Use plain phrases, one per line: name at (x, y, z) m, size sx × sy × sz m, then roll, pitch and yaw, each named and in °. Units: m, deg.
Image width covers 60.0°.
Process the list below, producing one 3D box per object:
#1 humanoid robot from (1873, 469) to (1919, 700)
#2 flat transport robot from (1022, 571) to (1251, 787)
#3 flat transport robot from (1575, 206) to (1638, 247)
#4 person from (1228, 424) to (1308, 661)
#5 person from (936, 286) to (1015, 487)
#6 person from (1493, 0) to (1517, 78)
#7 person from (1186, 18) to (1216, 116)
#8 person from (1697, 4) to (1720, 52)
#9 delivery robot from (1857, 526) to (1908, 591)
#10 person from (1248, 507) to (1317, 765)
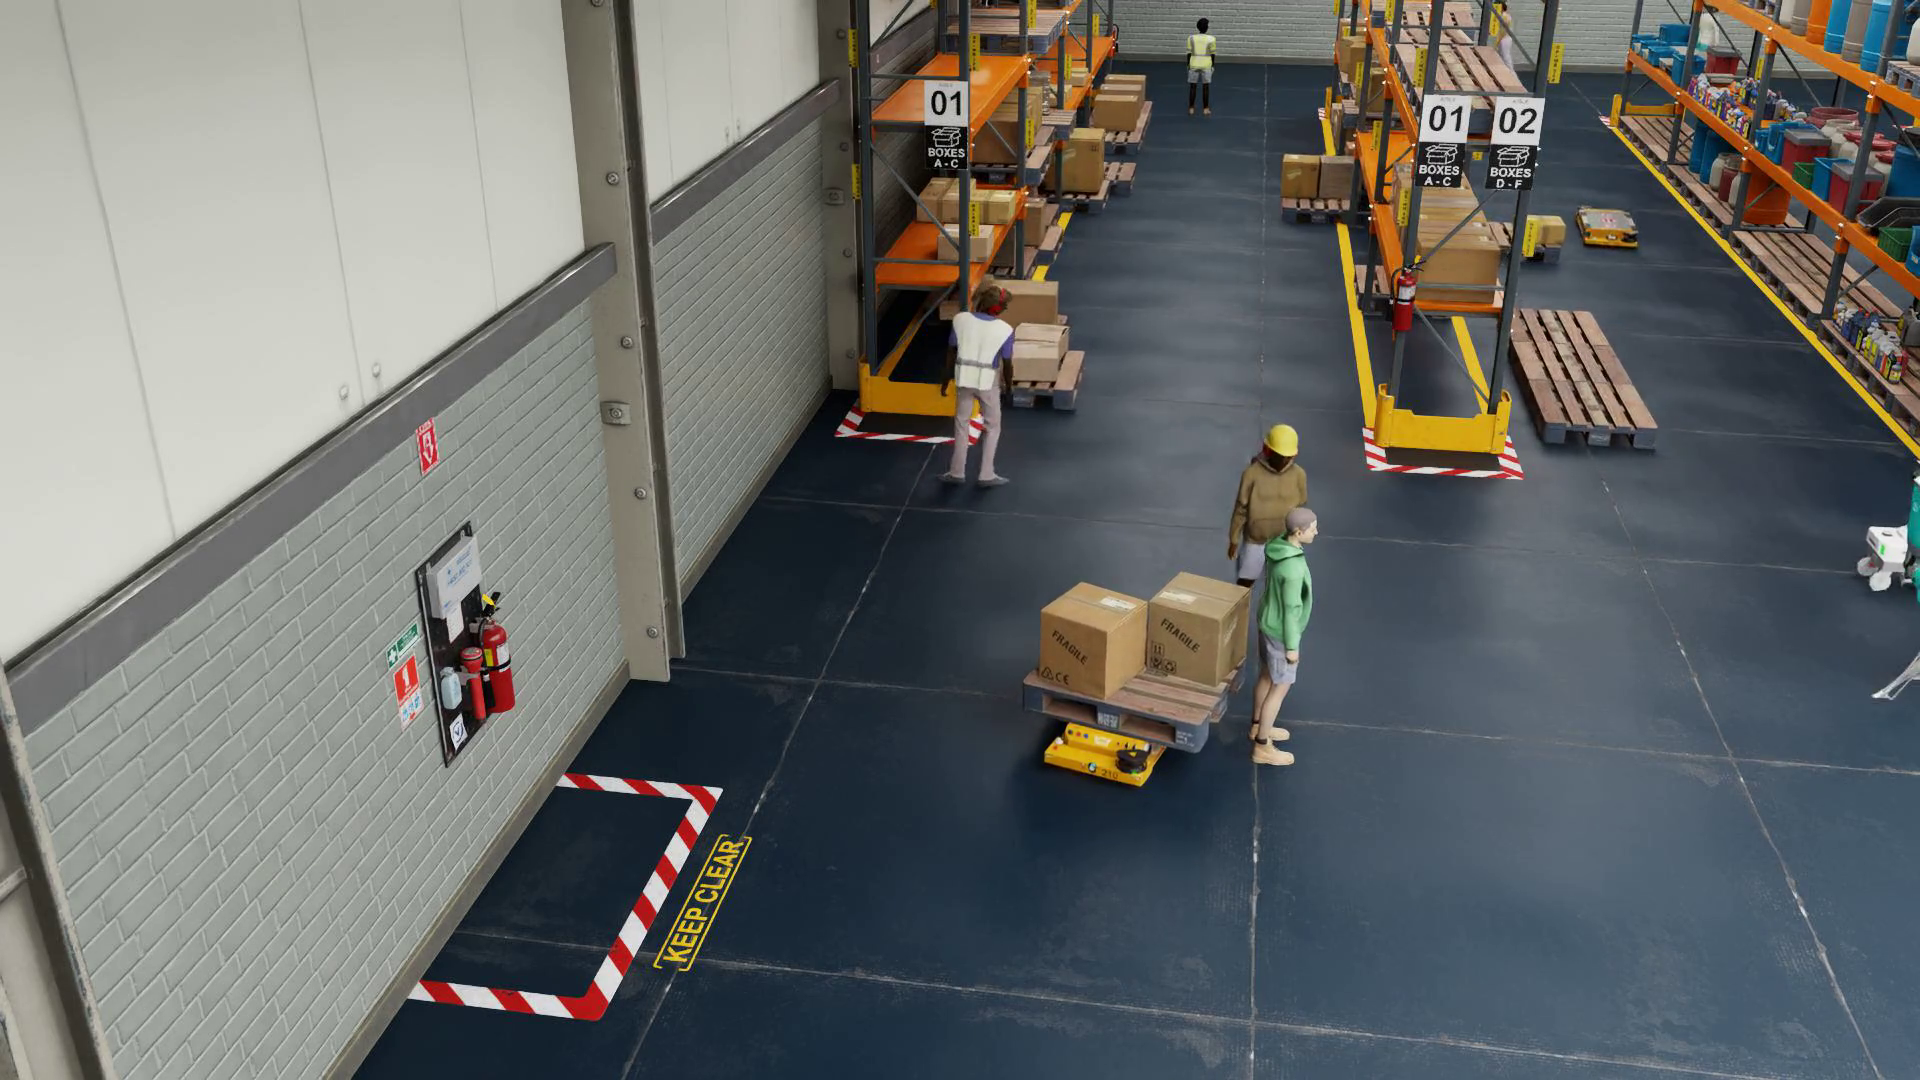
humanoid robot at (6.585, 0.285, 11.051) m, size 0.806 × 1.800 × 0.547 m, roll 4°, pitch 25°, yaw 8°
flat transport robot at (1.133, 1.127, 10.946) m, size 0.659 × 0.231 × 1.431 m, roll 12°, pitch 27°, yaw 23°
flat transport robot at (8.691, -4.208, 22.365) m, size 0.659 × 0.231 × 1.431 m, roll 6°, pitch 26°, yaw 13°
person at (2.161, -0.055, 11.743) m, size 0.555 × 1.739 × 0.734 m, roll 1°, pitch 25°, yaw 3°
person at (0.111, -1.314, 14.371) m, size 0.719 × 1.811 × 0.383 m, roll 7°, pitch 26°, yaw 15°
person at (10.324, -9.433, 31.739) m, size 1.002 × 1.790 × 0.514 m, roll 8°, pitch 26°, yaw 16°
person at (4.313, -8.485, 29.825) m, size 0.534 × 1.698 × 0.322 m, roll 8°, pitch 26°, yaw 16°
person at (14.442, -9.647, 32.289) m, size 0.897 × 1.723 × 0.535 m, roll -5°, pitch 25°, yaw -10°
delivery robot at (7.382, 0.126, 12.774) m, size 0.811 × 0.614 × 0.499 m, roll 3°, pitch 25°, yaw 7°
person at (2.004, 0.587, 10.379) m, size 0.316 × 1.733 × 0.476 m, roll 0°, pitch 25°, yaw -1°
